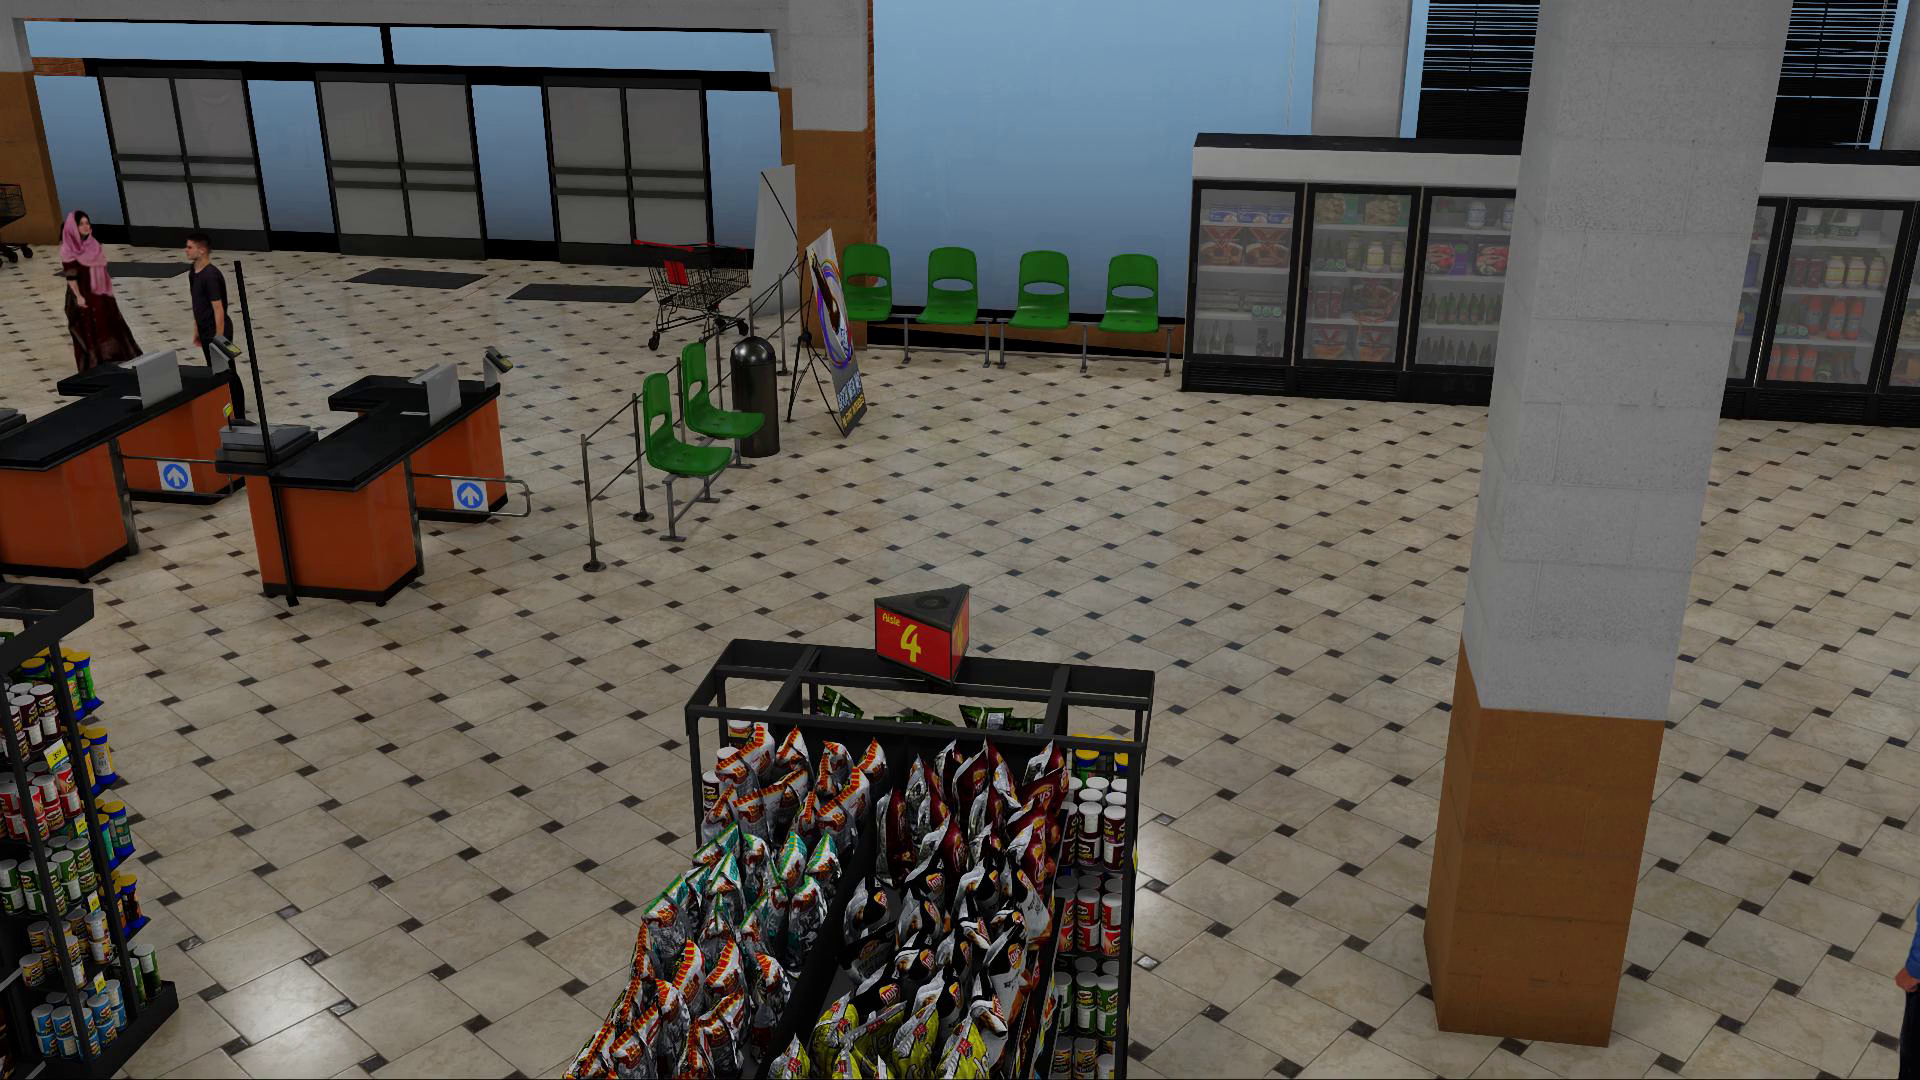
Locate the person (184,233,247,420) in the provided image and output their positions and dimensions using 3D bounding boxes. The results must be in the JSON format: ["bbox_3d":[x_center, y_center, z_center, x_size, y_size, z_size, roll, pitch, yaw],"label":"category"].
[{"bbox_3d":[-6.460,-1.789,14.426,0.753,1.764,0.727,-19,29,-40],"label":"person"}]

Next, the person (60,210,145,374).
[{"bbox_3d":[-8.455,-2.344,16.043,0.947,1.589,1.099,13,25,28],"label":"person"}]
